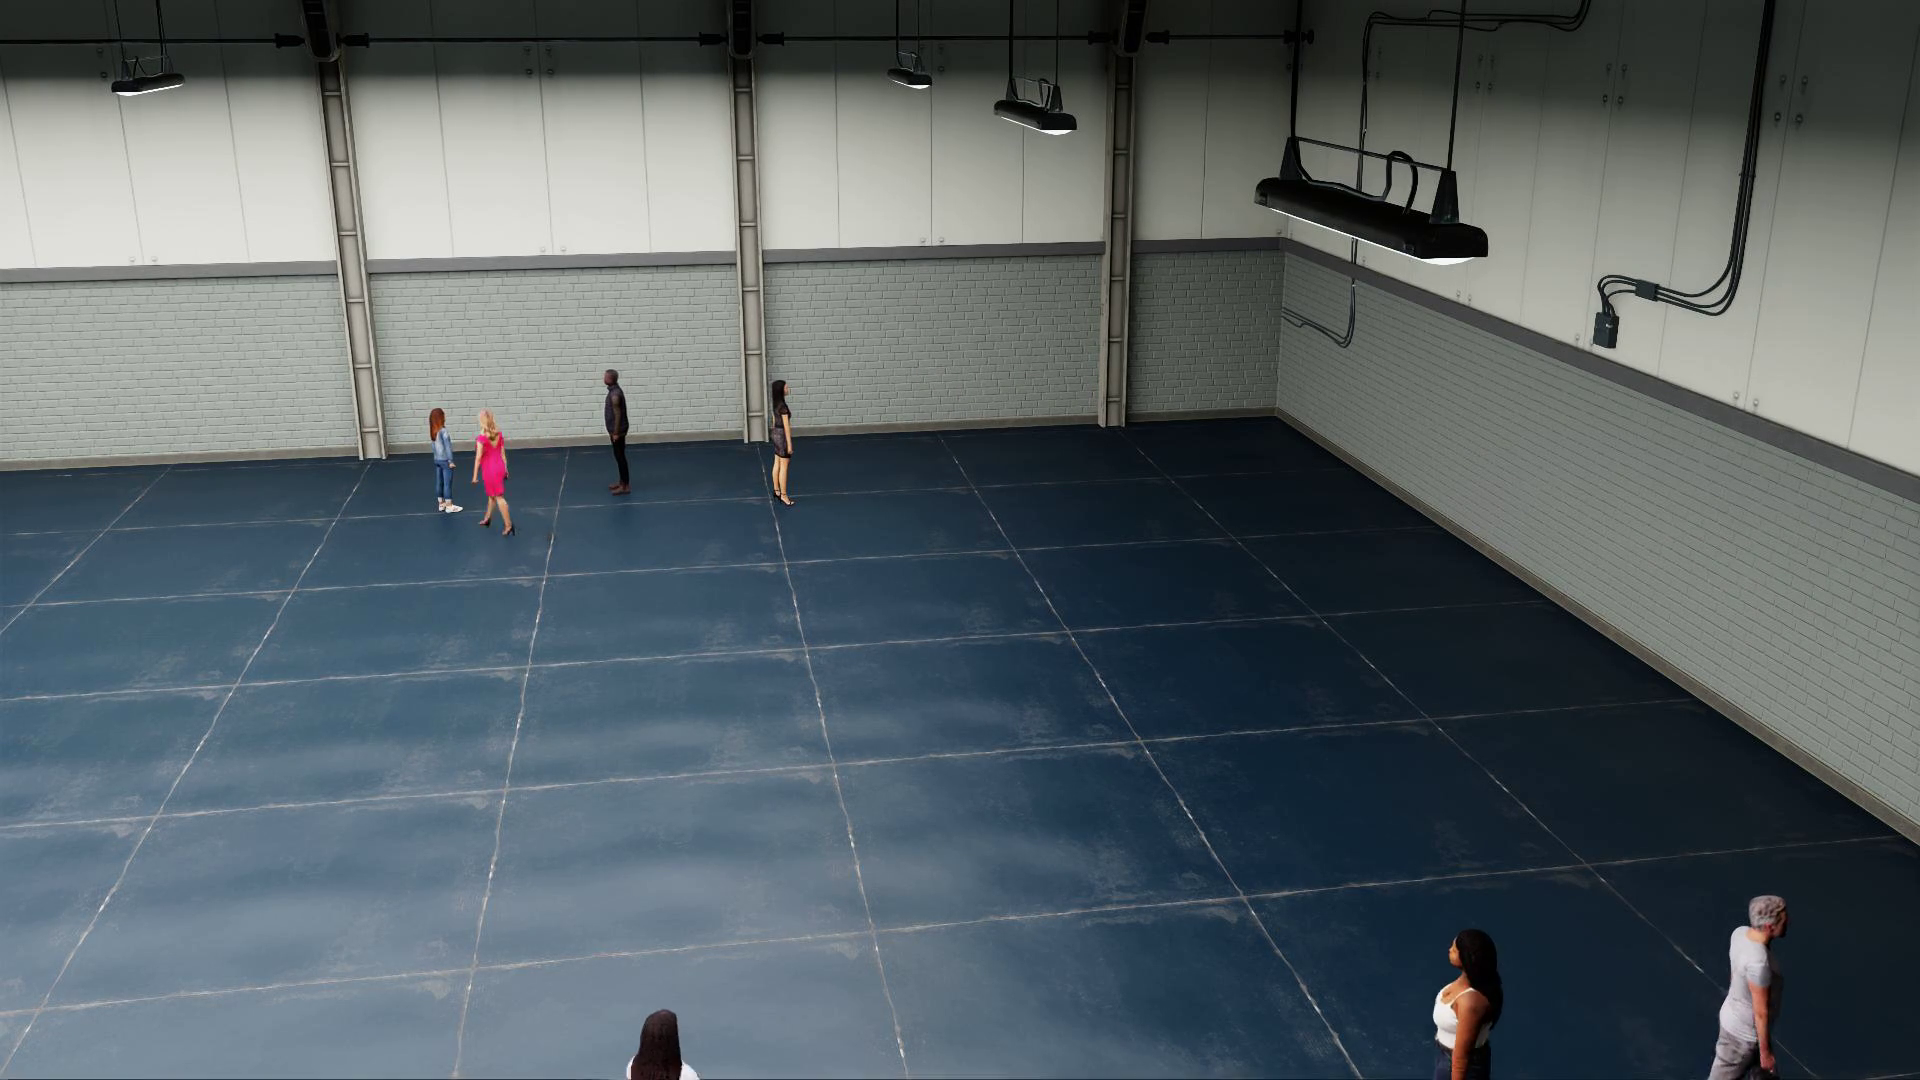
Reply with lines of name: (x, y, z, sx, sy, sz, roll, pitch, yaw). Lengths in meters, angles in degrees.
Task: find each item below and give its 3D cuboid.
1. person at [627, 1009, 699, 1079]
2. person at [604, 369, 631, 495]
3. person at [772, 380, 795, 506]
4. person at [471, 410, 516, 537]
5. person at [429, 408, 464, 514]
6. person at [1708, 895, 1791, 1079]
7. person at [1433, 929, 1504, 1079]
person: (-1.604, 3.367, 9.009, 0.872, 1.764, 0.896, 8, 20, 24)
person: (-4.961, -1.585, 24.102, 0.582, 1.835, 0.700, -5, 19, -14)
person: (-2.526, -1.393, 23.584, 0.581, 1.791, 0.638, -9, 20, -24)
person: (-6.134, -0.871, 22.125, 1.008, 1.701, 0.907, 9, 20, 27)
person: (-7.239, -1.122, 23.258, 0.636, 1.477, 0.670, 16, 24, 40)
person: (4.682, 2.988, 10.123, 1.294, 1.795, 1.083, 7, 19, 20)
person: (3.038, 3.112, 9.742, 0.996, 1.794, 0.892, 8, 20, 22)
